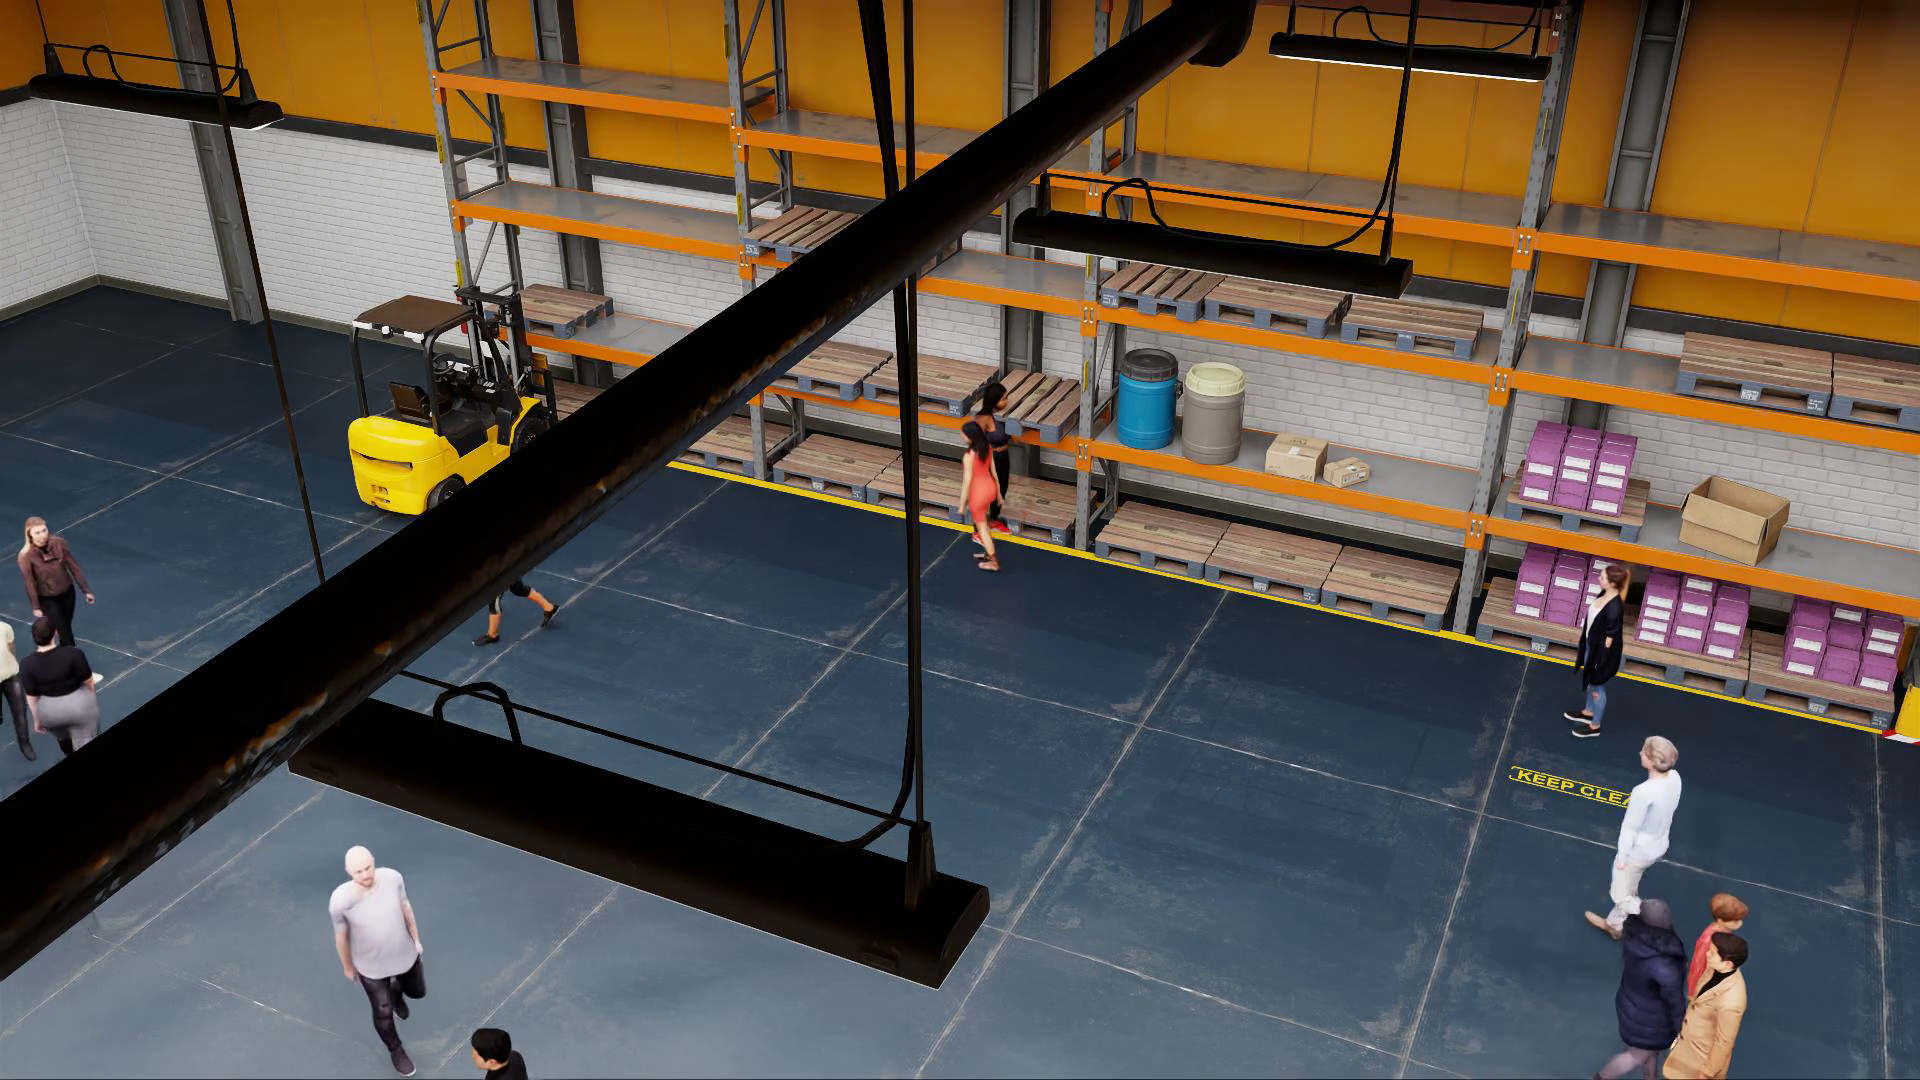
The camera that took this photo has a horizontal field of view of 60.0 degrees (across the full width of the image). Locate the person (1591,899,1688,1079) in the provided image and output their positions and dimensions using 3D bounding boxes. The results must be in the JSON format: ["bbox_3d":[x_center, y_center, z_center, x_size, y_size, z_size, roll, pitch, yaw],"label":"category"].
[{"bbox_3d":[4.405,3.039,10.782,0.980,1.630,0.906,5,29,9],"label":"person"}]

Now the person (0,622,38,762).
[{"bbox_3d":[-8.277,1.174,14.274,0.954,1.560,0.754,20,34,32],"label":"person"}]

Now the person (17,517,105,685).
[{"bbox_3d":[-8.384,0.516,15.371,1.058,1.665,0.663,16,32,26],"label":"person"}]

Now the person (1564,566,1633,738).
[{"bbox_3d":[5.608,0.959,14.540,0.658,1.682,0.690,4,29,7],"label":"person"}]

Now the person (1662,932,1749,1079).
[{"bbox_3d":[4.704,3.162,10.457,0.700,1.726,0.714,5,29,9],"label":"person"}]

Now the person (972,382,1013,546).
[{"bbox_3d":[0.332,-0.840,17.702,0.691,1.813,0.726,21,35,33],"label":"person"}]

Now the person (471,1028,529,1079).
[{"bbox_3d":[-2.559,3.517,9.818,0.784,1.714,0.752,-6,29,-10],"label":"person"}]

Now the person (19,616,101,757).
[{"bbox_3d":[-7.259,1.487,13.551,1.162,1.703,1.161,-9,30,-15],"label":"person"}]

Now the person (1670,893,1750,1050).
[{"bbox_3d":[4.966,2.932,11.207,0.583,1.411,0.583,25,37,38],"label":"person"}]

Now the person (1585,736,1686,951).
[{"bbox_3d":[4.975,2.269,11.946,0.985,1.868,1.189,-20,34,-32],"label":"person"}]

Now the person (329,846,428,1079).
[{"bbox_3d":[-3.892,2.736,11.139,0.876,1.820,1.004,-23,36,-35],"label":"person"}]

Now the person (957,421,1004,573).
[{"bbox_3d":[0.279,-0.421,17.073,0.660,1.680,0.634,23,36,36],"label":"person"}]
